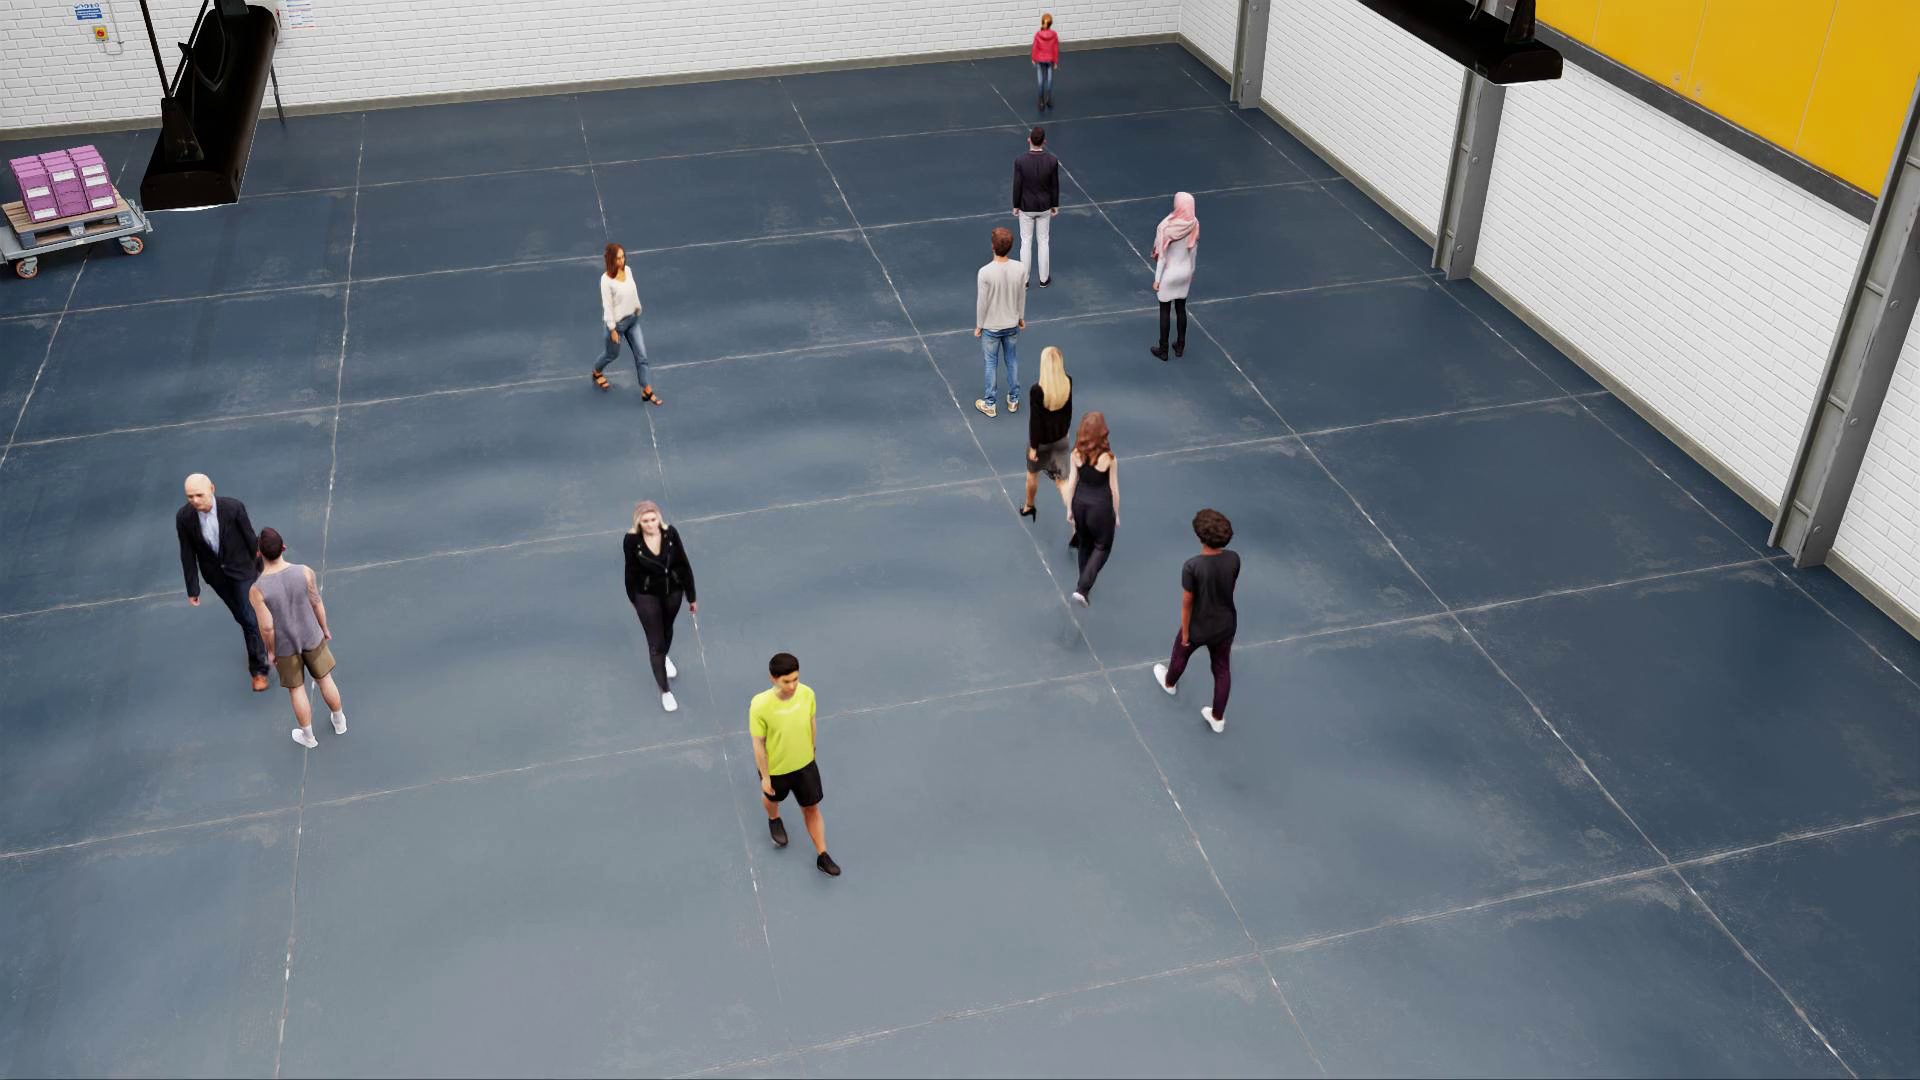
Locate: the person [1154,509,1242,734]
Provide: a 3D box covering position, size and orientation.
[{"bbox_3d":[1.833,0.625,11.984,0.631,1.755,0.979,-9,35,-13],"label":"person"}]

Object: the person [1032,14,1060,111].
[{"bbox_3d":[1.203,-6.726,23.456,0.600,1.299,0.747,-2,34,-4],"label":"person"}]

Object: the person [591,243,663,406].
[{"bbox_3d":[-3.371,-2.118,16.215,1.161,1.639,1.082,19,38,27],"label":"person"}]

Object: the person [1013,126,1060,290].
[{"bbox_3d":[0.829,-3.670,18.366,0.712,1.844,0.634,-1,34,-1],"label":"person"}]

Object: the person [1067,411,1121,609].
[{"bbox_3d":[1.025,-0.188,13.231,0.888,1.729,0.979,13,36,19],"label":"person"}]

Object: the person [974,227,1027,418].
[{"bbox_3d":[0.391,-2.077,15.913,0.682,1.905,0.596,-12,35,-17],"label":"person"}]

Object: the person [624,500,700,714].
[{"bbox_3d":[-2.271,0.370,12.459,0.753,1.654,1.046,-16,37,-22],"label":"person"}]

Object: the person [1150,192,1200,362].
[{"bbox_3d":[2.185,-2.692,16.933,0.663,1.800,0.628,-13,36,-19],"label":"person"}]

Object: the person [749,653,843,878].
[{"bbox_3d":[-1.180,1.385,10.917,0.736,1.669,1.071,-14,36,-19],"label":"person"}]

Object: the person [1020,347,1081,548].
[{"bbox_3d":[0.812,-0.744,13.999,0.873,1.804,1.232,-20,38,-27],"label":"person"}]

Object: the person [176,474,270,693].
[{"bbox_3d":[-5.520,0.208,12.604,0.760,1.763,1.092,-5,34,-8],"label":"person"}]

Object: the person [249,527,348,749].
[{"bbox_3d":[-4.734,0.698,11.856,0.717,1.846,0.728,-26,42,-34],"label":"person"}]
